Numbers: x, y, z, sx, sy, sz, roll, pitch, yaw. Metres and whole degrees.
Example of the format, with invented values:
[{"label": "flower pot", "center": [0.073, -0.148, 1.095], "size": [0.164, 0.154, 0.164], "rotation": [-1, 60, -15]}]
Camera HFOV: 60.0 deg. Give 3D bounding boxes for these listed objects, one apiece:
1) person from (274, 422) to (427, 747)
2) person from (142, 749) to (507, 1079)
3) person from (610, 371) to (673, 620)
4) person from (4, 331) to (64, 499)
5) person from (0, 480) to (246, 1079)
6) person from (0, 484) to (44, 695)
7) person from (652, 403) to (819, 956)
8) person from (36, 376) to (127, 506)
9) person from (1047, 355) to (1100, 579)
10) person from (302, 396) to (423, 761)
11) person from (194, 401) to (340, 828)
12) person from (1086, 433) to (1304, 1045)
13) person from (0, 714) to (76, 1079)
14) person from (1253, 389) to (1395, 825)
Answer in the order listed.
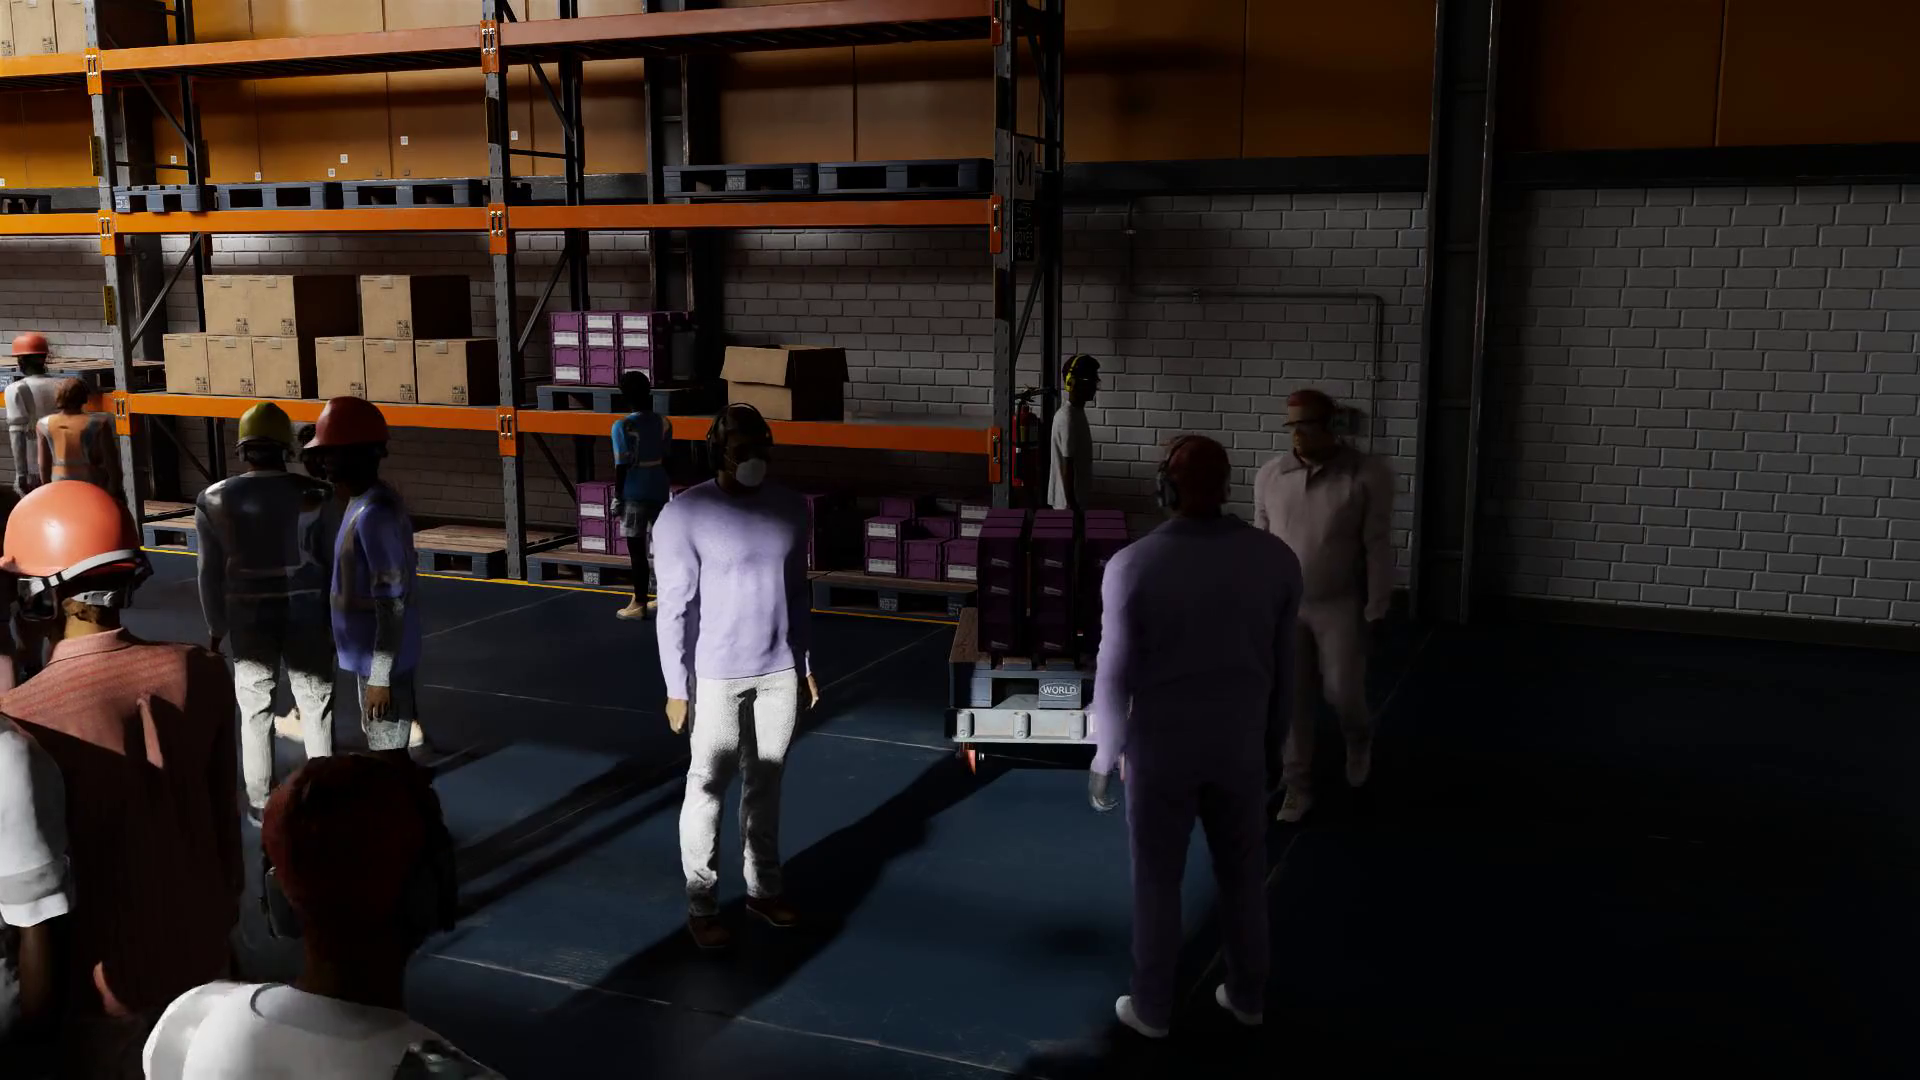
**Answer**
[{"label": "person", "center": [-3.064, 0.232, 8.267], "size": [0.906, 1.647, 0.539], "rotation": [4, 10, 24]}, {"label": "person", "center": [-0.764, 1.179, 2.004], "size": [0.577, 1.859, 0.881], "rotation": [4, 10, 21]}, {"label": "person", "center": [-2.166, -0.301, 11.317], "size": [0.320, 1.692, 0.531], "rotation": [6, 11, 33]}, {"label": "person", "center": [-6.719, -0.565, 12.231], "size": [0.465, 1.921, 0.567], "rotation": [6, 11, 33]}, {"label": "person", "center": [-1.724, 0.869, 3.400], "size": [0.393, 1.995, 0.612], "rotation": [4, 10, 21]}, {"label": "person", "center": [-3.821, 0.438, 6.293], "size": [0.652, 1.890, 0.549], "rotation": [-8, 12, -40]}, {"label": "person", "center": [-0.773, 0.483, 5.900], "size": [0.640, 1.937, 0.367], "rotation": [-8, 12, -39]}, {"label": "person", "center": [-6.130, -0.320, 11.599], "size": [0.525, 1.640, 0.320], "rotation": [0, 9, -1]}, {"label": "person", "center": [0.701, -0.196, 10.178], "size": [0.332, 1.866, 0.514], "rotation": [1, 10, 5]}, {"label": "person", "center": [-2.202, 0.431, 6.201], "size": [0.373, 1.934, 0.552], "rotation": [-4, 10, -22]}, {"label": "person", "center": [-2.936, 0.324, 7.151], "size": [0.591, 1.834, 0.404], "rotation": [-3, 10, -17]}, {"label": "person", "center": [0.720, 0.619, 5.180], "size": [0.659, 1.905, 0.406], "rotation": [-2, 10, -11]}, {"label": "person", "center": [-1.922, 0.932, 3.110], "size": [0.616, 1.964, 0.361], "rotation": [4, 10, 23]}, {"label": "person", "center": [1.587, 0.270, 7.338], "size": [0.654, 1.883, 0.680], "rotation": [5, 11, 28]}]
